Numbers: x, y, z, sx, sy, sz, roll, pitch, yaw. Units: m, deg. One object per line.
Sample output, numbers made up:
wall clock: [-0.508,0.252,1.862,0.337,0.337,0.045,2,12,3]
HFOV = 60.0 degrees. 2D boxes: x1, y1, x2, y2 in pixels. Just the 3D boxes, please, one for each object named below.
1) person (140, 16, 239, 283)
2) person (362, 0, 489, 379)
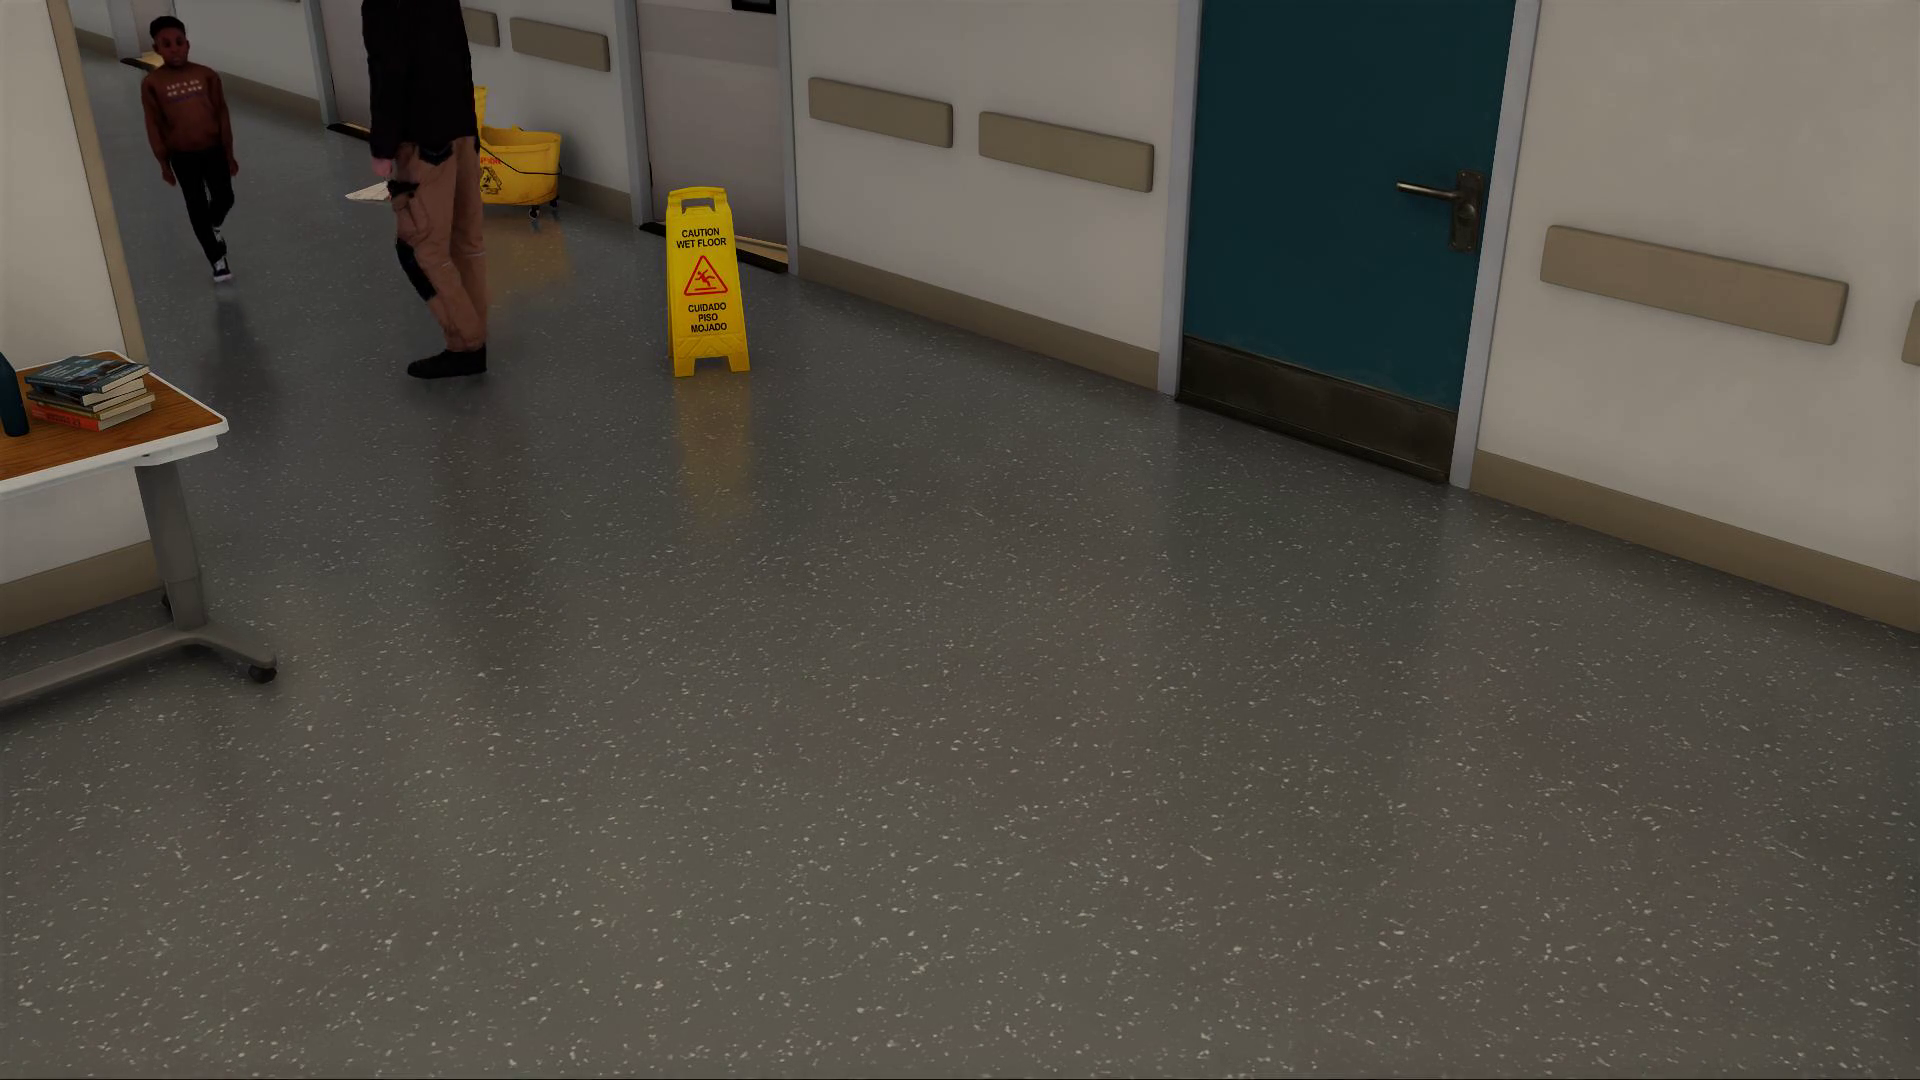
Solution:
person: [-3.707,-1.898,8.056,0.619,1.247,0.779,-15,29,-28]
person: [-2.115,-1.624,6.743,0.837,1.895,0.897,16,30,30]
